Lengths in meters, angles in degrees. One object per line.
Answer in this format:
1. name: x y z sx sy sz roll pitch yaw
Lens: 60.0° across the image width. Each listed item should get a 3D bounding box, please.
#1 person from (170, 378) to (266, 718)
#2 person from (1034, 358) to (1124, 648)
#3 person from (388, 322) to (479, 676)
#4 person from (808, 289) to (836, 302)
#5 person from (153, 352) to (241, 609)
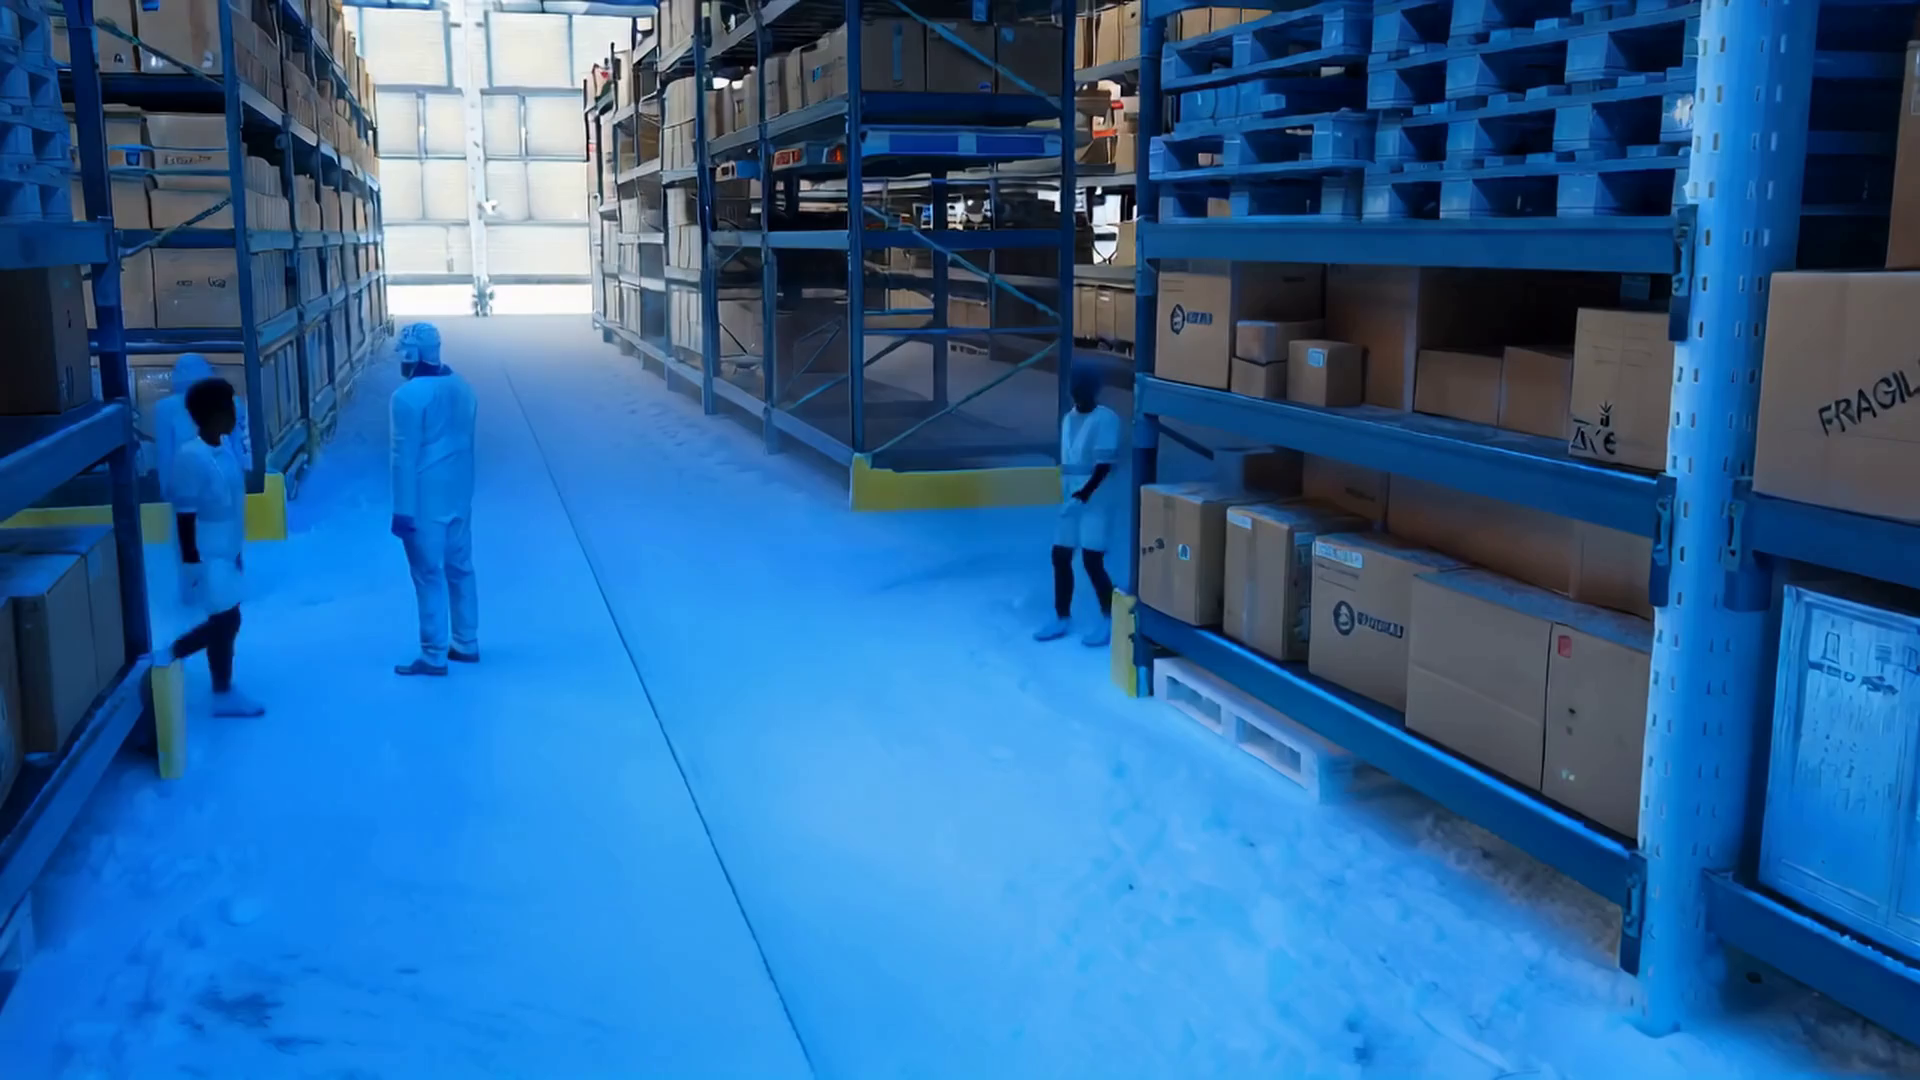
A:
1. person: -3.664 0.061 7.990 0.480 1.683 0.548 -1 10 -6
2. person: 0.689 -0.199 9.476 0.487 1.670 0.549 -7 12 -33
3. person: -2.863 -0.222 8.989 0.399 1.899 0.646 3 11 15
4. person: -3.112 -5.480 37.581 0.645 1.977 0.490 0 10 -2
5. person: -4.823 -0.374 10.568 0.494 1.624 0.280 -7 12 -34
